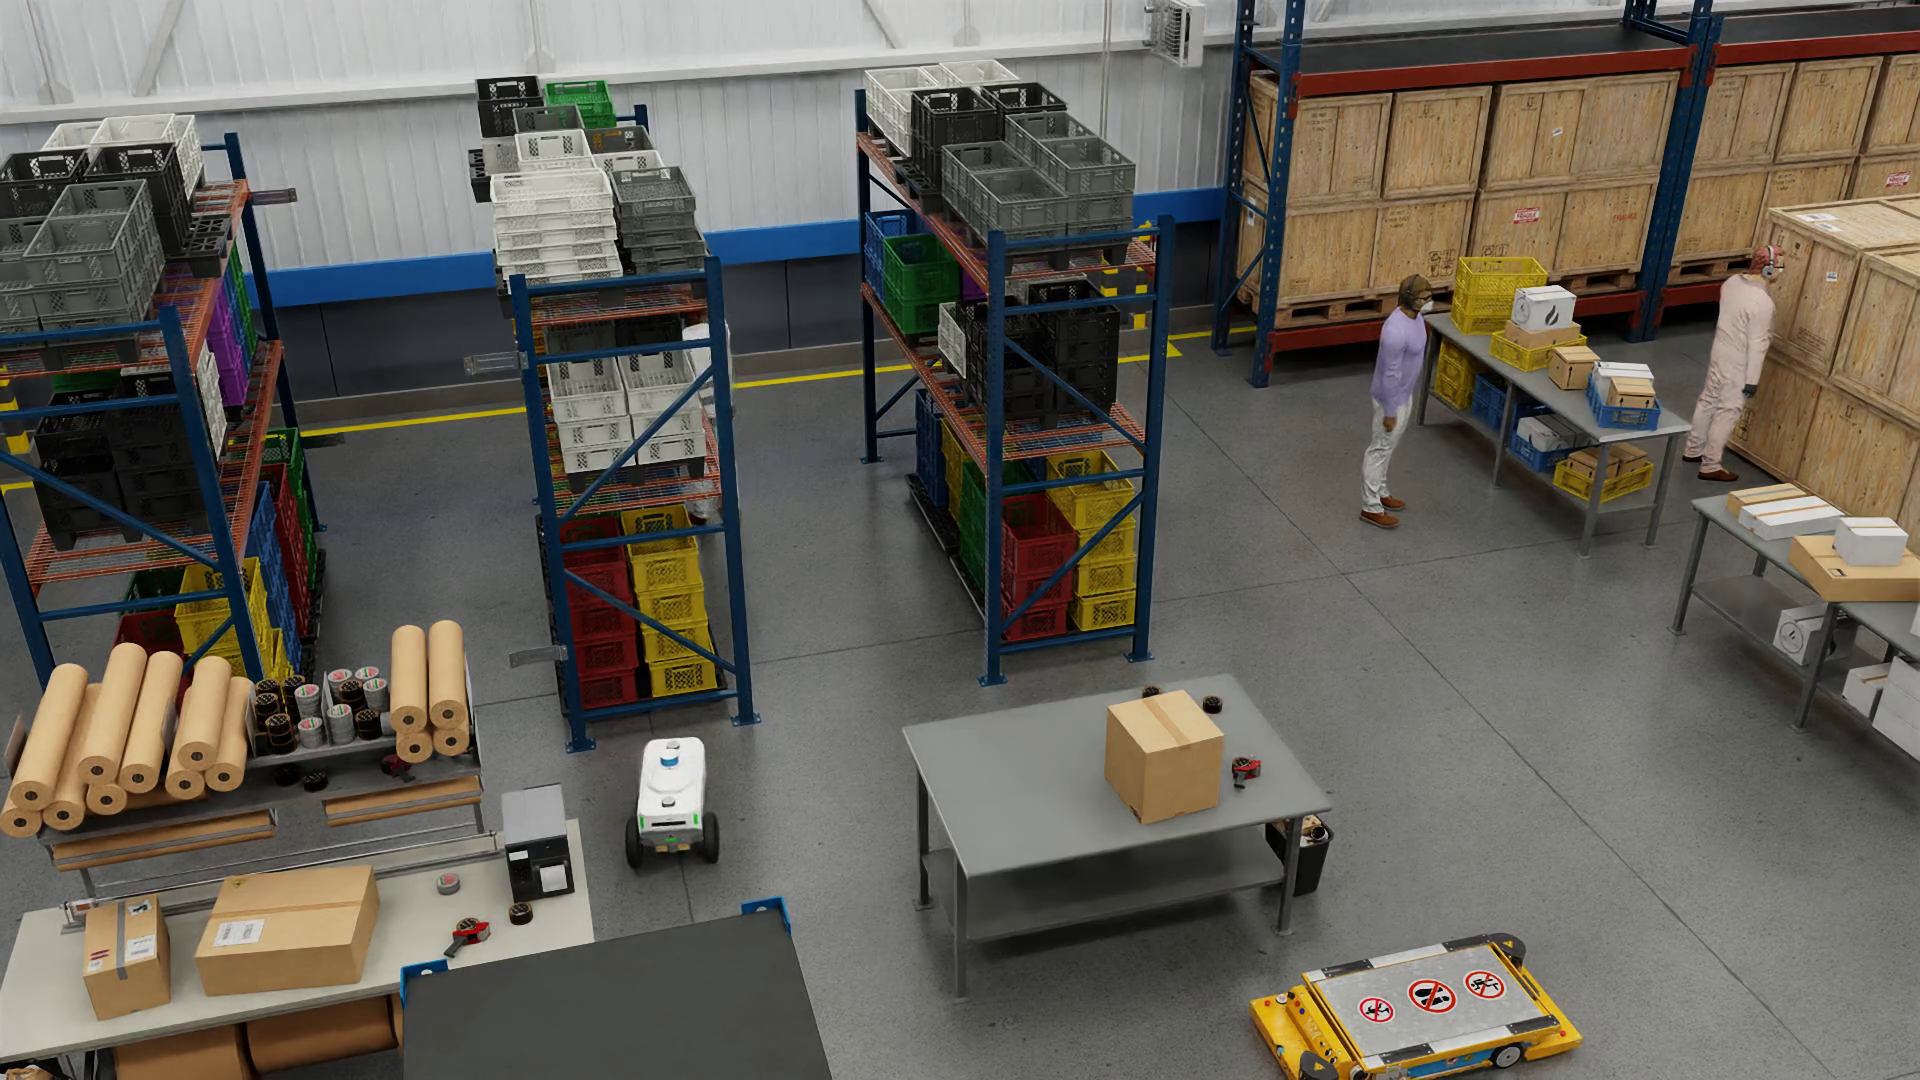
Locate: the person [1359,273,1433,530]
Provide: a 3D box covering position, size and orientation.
[{"bbox_3d":[3.229,-1.046,12.317,0.375,1.940,0.627,13,31,22],"label":"person"}]

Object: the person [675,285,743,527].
[{"bbox_3d":[-1.891,-0.953,12.224,0.590,1.879,0.460,-24,37,-36],"label":"person"}]

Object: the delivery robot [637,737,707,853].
[{"bbox_3d":[-1.595,1.380,9.235,0.477,0.478,0.707,-3,29,-5],"label":"delivery robot"}]

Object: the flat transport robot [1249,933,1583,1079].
[{"bbox_3d":[2.184,2.282,7.980,1.431,0.197,0.652,-8,30,-14],"label":"flat transport robot"}]

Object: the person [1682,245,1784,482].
[{"bbox_3d":[6.083,-1.383,12.979,0.396,1.900,0.644,-1,29,-1],"label":"person"}]
